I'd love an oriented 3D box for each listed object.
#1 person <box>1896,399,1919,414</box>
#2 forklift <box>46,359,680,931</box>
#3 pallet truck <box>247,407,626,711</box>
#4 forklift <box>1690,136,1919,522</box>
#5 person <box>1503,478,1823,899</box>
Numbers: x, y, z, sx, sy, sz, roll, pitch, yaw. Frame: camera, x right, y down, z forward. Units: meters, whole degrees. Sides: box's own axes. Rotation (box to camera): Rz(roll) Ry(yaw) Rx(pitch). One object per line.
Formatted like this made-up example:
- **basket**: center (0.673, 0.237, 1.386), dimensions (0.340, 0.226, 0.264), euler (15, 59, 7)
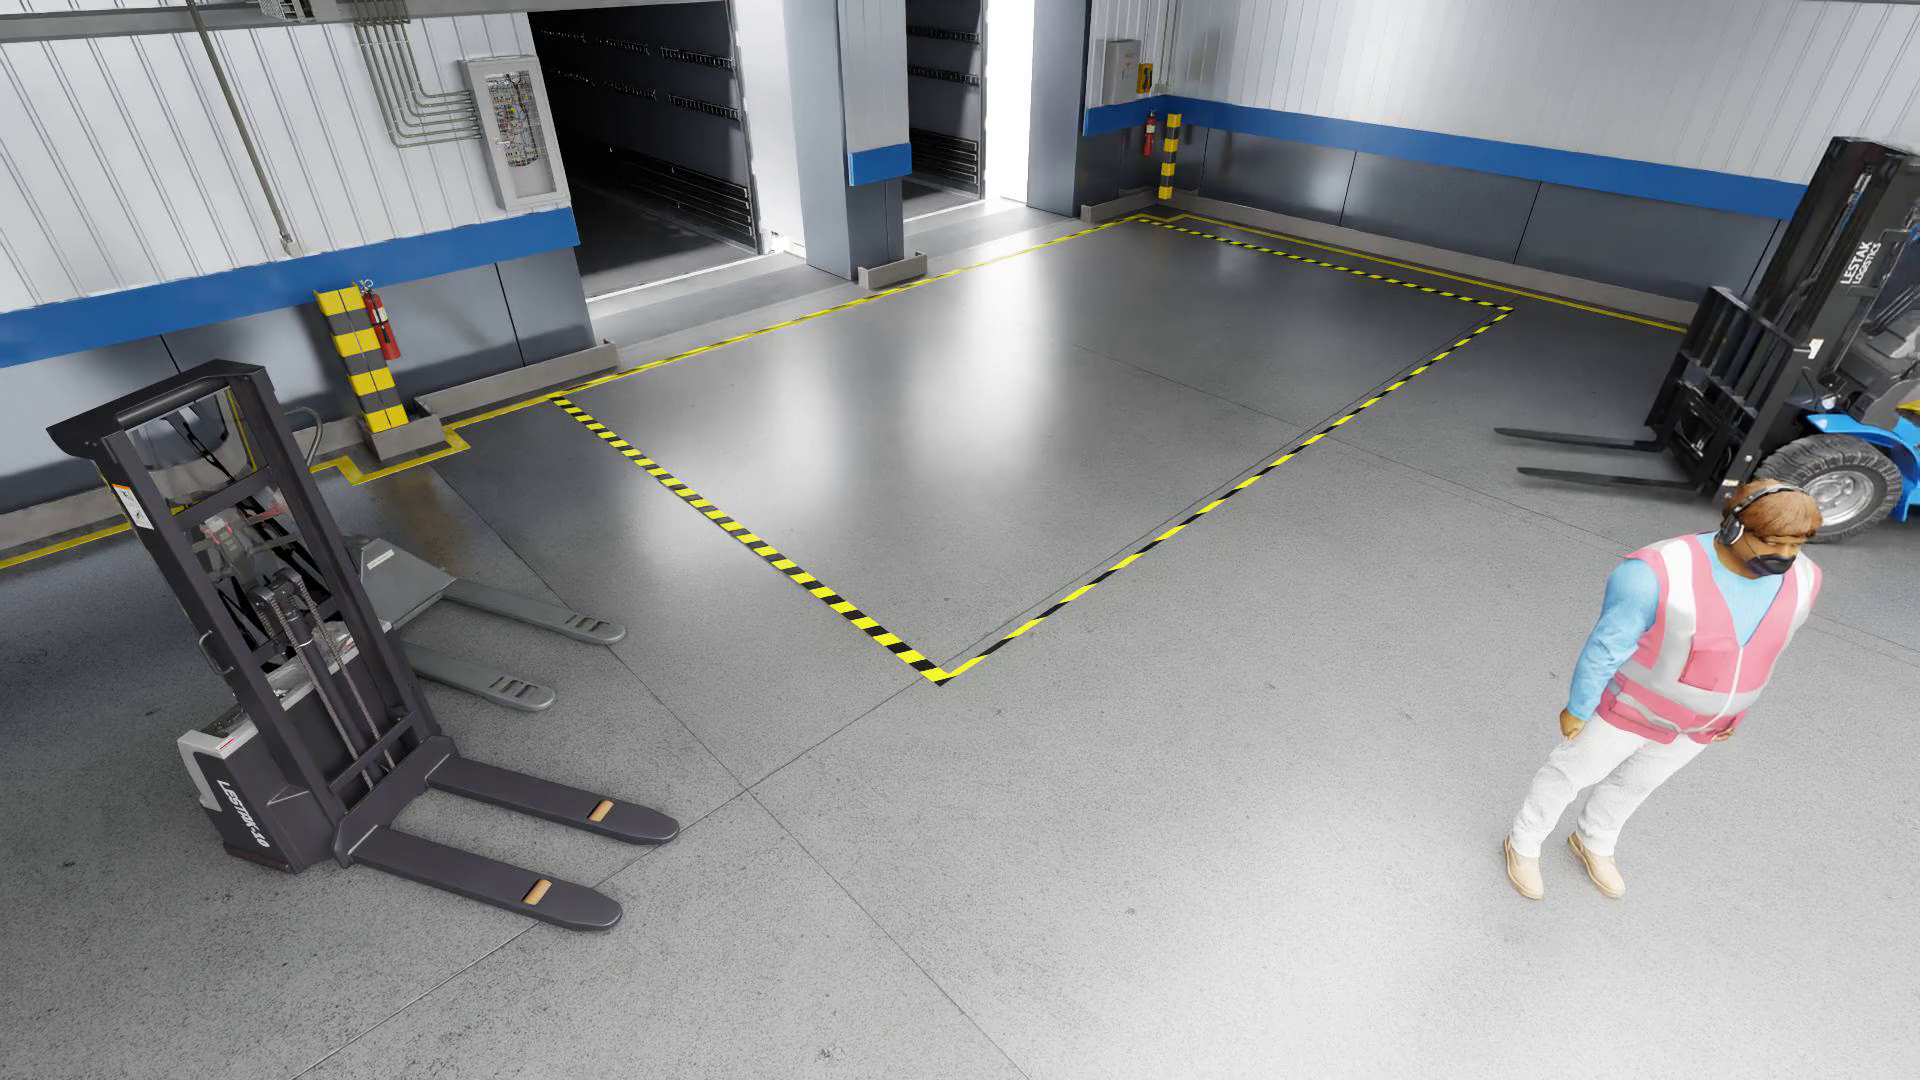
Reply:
- **person**: center (6.094, -1.357, 5.321), dimensions (1.004, 1.293, 0.630), euler (7, 35, 10)
- **forklift**: center (-2.135, 0.422, 3.354), dimensions (1.885, 1.965, 0.823), euler (10, 35, 14)
- **pallet truck**: center (-2.628, 0.038, 4.590), dimensions (1.601, 1.201, 0.680), euler (12, 36, 18)
- **forklift**: center (6.150, -1.190, 5.408), dimensions (2.680, 2.036, 1.157), euler (7, 35, 10)
- **person**: center (2.461, 0.594, 3.238), dimensions (0.633, 1.841, 0.429), euler (0, 34, 0)
